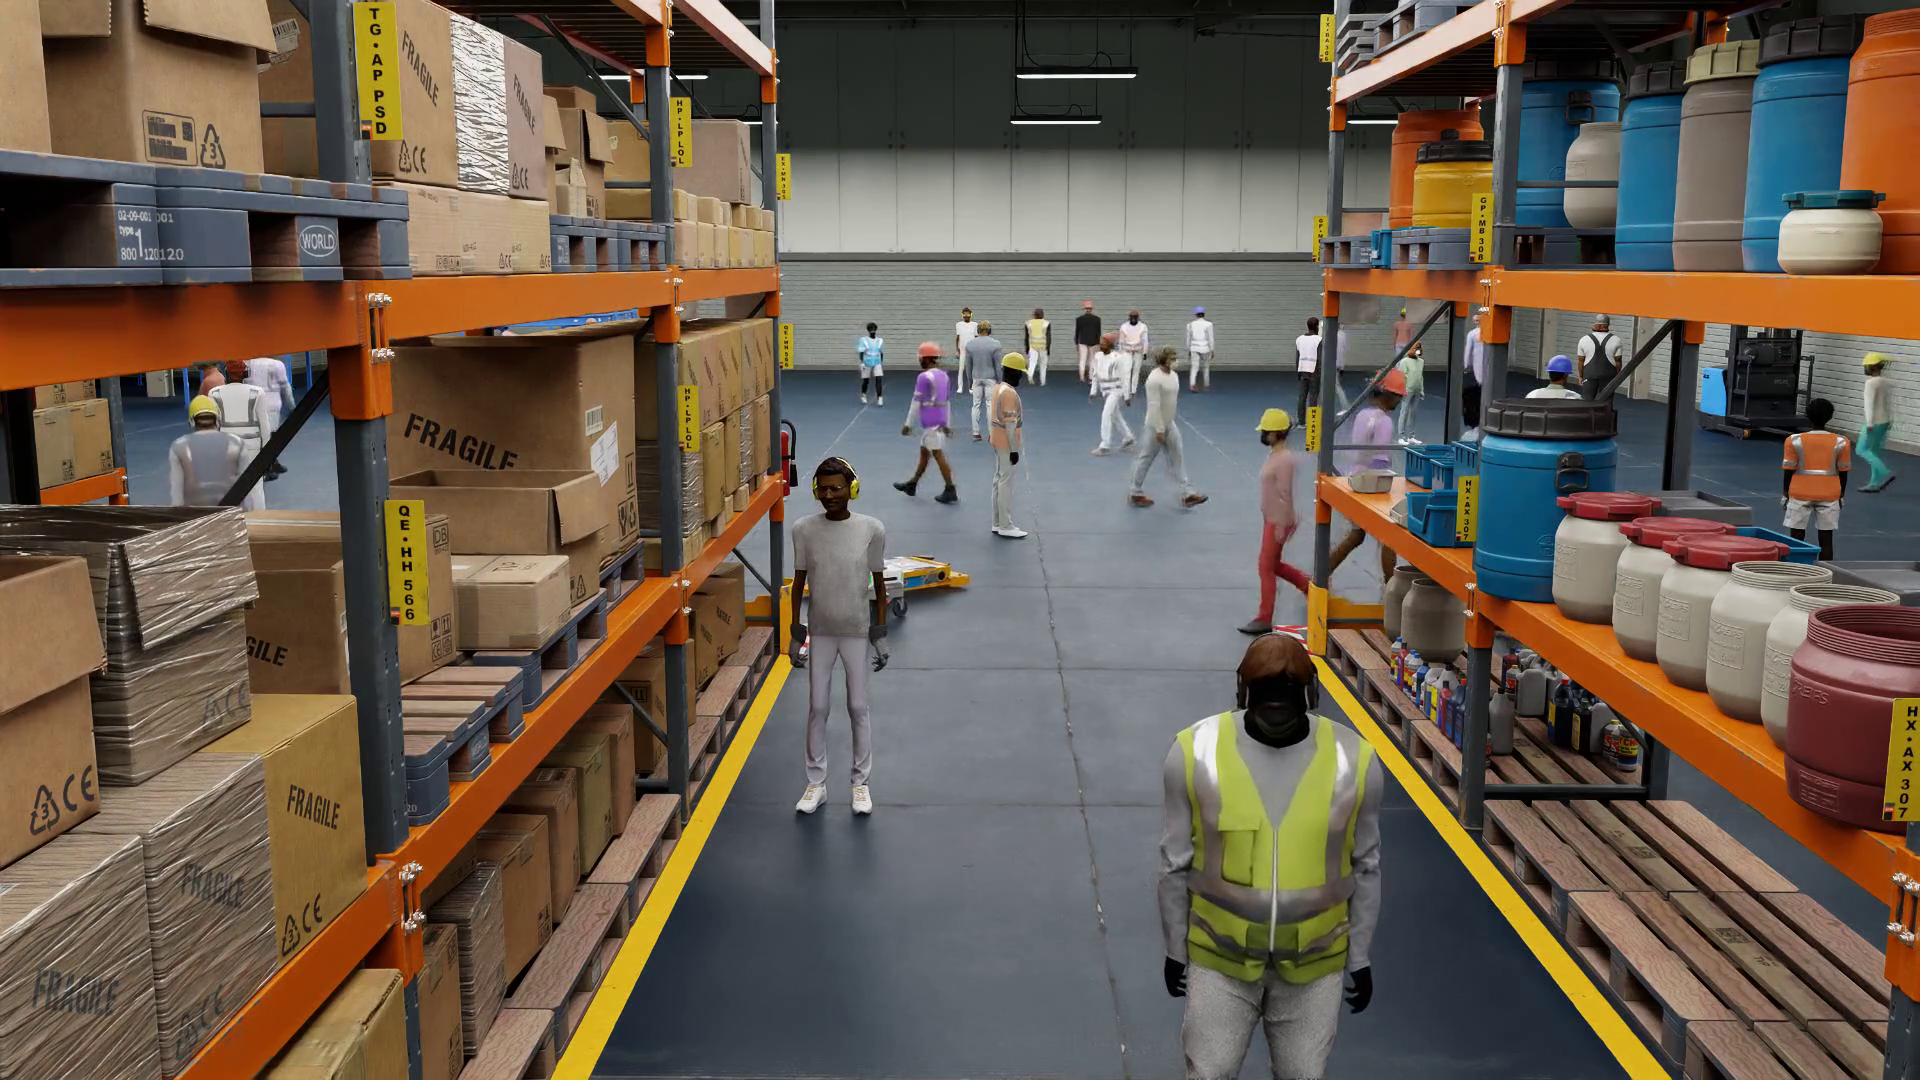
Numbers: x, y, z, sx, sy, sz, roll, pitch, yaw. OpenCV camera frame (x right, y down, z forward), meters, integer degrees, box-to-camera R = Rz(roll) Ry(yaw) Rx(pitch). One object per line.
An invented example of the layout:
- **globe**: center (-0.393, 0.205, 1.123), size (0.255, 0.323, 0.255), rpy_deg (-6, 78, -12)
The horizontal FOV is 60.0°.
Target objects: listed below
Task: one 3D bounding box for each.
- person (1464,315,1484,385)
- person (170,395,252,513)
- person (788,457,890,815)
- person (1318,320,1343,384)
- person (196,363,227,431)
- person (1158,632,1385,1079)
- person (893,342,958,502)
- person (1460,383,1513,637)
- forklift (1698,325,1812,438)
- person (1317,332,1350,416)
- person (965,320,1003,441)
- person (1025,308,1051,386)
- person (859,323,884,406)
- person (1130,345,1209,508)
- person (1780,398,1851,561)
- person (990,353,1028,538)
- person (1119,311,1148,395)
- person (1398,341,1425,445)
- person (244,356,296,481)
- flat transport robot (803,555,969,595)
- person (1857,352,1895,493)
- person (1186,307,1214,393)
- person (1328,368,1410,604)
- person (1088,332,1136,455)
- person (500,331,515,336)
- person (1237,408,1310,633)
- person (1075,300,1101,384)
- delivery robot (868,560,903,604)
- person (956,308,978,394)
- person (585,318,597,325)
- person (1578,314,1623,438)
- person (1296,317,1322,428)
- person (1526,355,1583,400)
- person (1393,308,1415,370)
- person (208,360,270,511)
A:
- **person**: center (9.940, -3.352, 31.704), size (0.674, 1.854, 1.014), rpy_deg (-3, 10, -19)
- **person**: center (-5.908, -0.240, 13.166), size (0.586, 1.810, 0.427), rpy_deg (-4, 10, -25)
- **person**: center (-0.627, 0.493, 8.610), size (0.535, 1.868, 0.309), rpy_deg (1, 10, 4)
- **person**: center (8.734, -4.606, 39.243), size (0.590, 1.837, 0.404), rpy_deg (1, 10, 5)
- **person**: center (-8.221, -1.192, 18.319), size (0.375, 1.997, 0.612), rpy_deg (-4, 10, -20)
- **person**: center (0.869, 1.160, 4.693), size (0.624, 1.845, 0.430), rpy_deg (1, 10, 6)
- **person**: center (-0.410, -1.418, 19.986), size (0.997, 1.885, 0.565), rpy_deg (5, 11, 28)
- **person**: center (3.945, -0.234, 12.775), size (0.631, 1.927, 0.851), rpy_deg (-8, 12, -40)
- **forklift**: center (13.248, -3.165, 27.620), size (1.129, 2.768, 1.873), rpy_deg (0, 9, 1)
- **person**: center (6.980, -3.272, 31.155), size (0.984, 1.880, 0.605), rpy_deg (9, 13, 42)
- **person**: center (0.393, -2.555, 26.653), size (0.632, 1.940, 0.372), rpy_deg (4, 10, 21)
- **person**: center (1.793, -4.463, 38.466), size (0.632, 1.818, 0.837), rpy_deg (3, 10, 16)
- **person**: center (-1.790, -3.536, 33.360), size (0.529, 1.664, 0.780), rpy_deg (-3, 10, -15)
- **person**: center (2.403, -1.309, 19.334), size (1.010, 1.884, 0.652), rpy_deg (7, 12, 38)
- **person**: center (7.322, -0.368, 14.268), size (0.535, 1.700, 0.318), rpy_deg (3, 10, 18)
- **person**: center (0.510, -0.997, 17.390), size (0.387, 1.916, 0.585), rpy_deg (-2, 10, -11)
- **person**: center (3.733, -4.018, 35.837), size (0.627, 1.790, 0.954), rpy_deg (1, 10, 6)
- **person**: center (7.097, -2.312, 26.114), size (0.497, 1.633, 0.284), rpy_deg (-6, 11, -33)
- **person**: center (-9.110, -1.770, 22.055), size (0.555, 1.897, 0.878), rpy_deg (2, 10, 14)
- **flat transport robot**: center (-0.675, 0.328, 14.500), size (1.431, 0.197, 0.652), rpy_deg (-7, 12, -38)
- **person**: center (11.318, -1.446, 20.561), size (0.562, 1.742, 0.478), rpy_deg (-8, 12, -39)
- **person**: center (5.293, -4.202, 36.715), size (0.648, 1.892, 0.948), rpy_deg (4, 10, 23)
- **person**: center (3.335, -0.422, 13.734), size (0.905, 1.998, 0.624), rpy_deg (-2, 10, -11)
- **person**: center (2.348, -2.209, 24.951), size (0.905, 1.836, 0.595), rpy_deg (-6, 11, -30)
- **person**: center (-6.225, -1.951, 23.136), size (0.553, 1.907, 0.702), rpy_deg (-5, 11, -27)
- **person**: center (2.510, -0.148, 12.817), size (0.642, 1.747, 0.531), rpy_deg (0, 9, 1)
- **person**: center (3.003, -4.643, 39.192), size (0.621, 1.938, 0.838), rpy_deg (2, 10, 14)
- **delivery robot**: center (-0.741, 0.292, 13.583), size (0.477, 0.478, 0.707), rpy_deg (-5, 11, -27)
- **person**: center (0.159, -4.144, 36.407), size (0.519, 1.862, 0.335), rpy_deg (0, 9, 2)
- **person**: center (-6.212, -2.796, 28.196), size (0.642, 1.909, 0.410), rpy_deg (-3, 10, -15)
- **person**: center (10.443, -2.672, 27.178), size (0.682, 2.000, 0.537), rpy_deg (4, 10, 22)
- **person**: center (6.022, -2.869, 28.599), size (0.391, 1.919, 0.591), rpy_deg (-8, 12, -39)
- **person**: center (5.843, -0.843, 16.379), size (0.615, 1.942, 0.407), rpy_deg (9, 13, 43)
- **person**: center (10.767, -4.751, 40.339), size (0.534, 1.765, 0.323), rpy_deg (6, 11, 33)
- **person**: center (-7.472, -0.964, 17.287), size (0.585, 1.882, 0.337), rpy_deg (-3, 10, -15)
